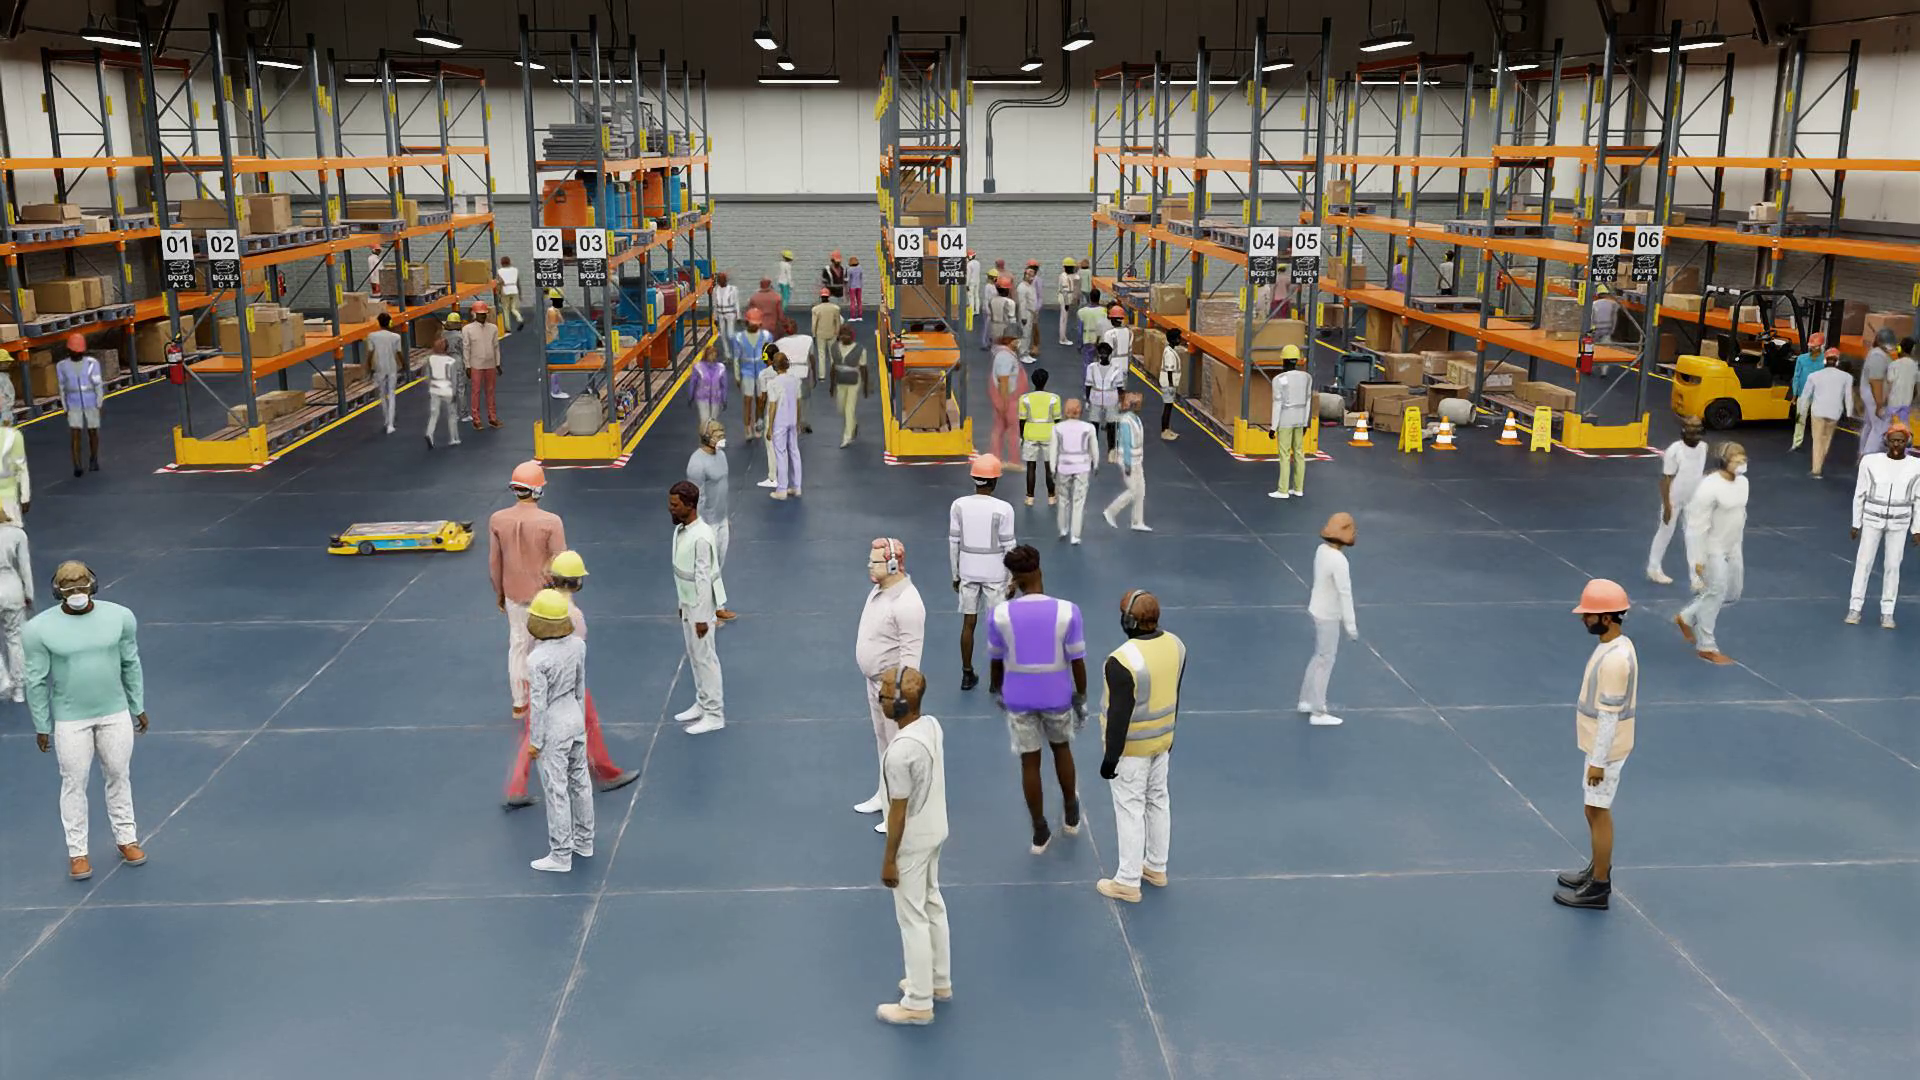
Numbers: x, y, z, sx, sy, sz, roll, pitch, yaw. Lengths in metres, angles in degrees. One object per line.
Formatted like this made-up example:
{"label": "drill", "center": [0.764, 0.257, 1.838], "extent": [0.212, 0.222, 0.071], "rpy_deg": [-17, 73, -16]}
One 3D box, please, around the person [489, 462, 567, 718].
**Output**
{"label": "person", "center": [-3.261, 0.390, 12.711], "extent": [0.623, 1.991, 0.391], "rpy_deg": [2, 14, 10]}

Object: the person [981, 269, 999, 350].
{"label": "person", "center": [0.663, -4.980, 35.987], "extent": [0.361, 1.756, 0.542], "rpy_deg": [5, 14, 20]}

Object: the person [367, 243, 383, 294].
{"label": "person", "center": [-14.682, -6.506, 41.926], "extent": [0.378, 1.995, 0.609], "rpy_deg": [1, 13, 2]}

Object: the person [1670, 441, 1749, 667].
{"label": "person", "center": [6.381, 0.093, 14.120], "extent": [0.645, 1.924, 0.538], "rpy_deg": [-9, 16, -34]}

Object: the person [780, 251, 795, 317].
{"label": "person", "center": [-4.461, -6.594, 42.867], "extent": [0.438, 1.722, 0.567], "rpy_deg": [-6, 14, -23]}

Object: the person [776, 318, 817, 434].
{"label": "person", "center": [-2.472, -2.463, 25.185], "extent": [0.613, 1.813, 0.462], "rpy_deg": [-2, 13, -9]}

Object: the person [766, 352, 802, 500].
{"label": "person", "center": [-2.190, -1.420, 20.705], "extent": [0.508, 1.842, 0.332], "rpy_deg": [-13, 18, -43]}

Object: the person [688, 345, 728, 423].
{"label": "person", "center": [-3.599, -2.000, 23.707], "extent": [0.552, 1.593, 0.781], "rpy_deg": [-6, 14, -22]}

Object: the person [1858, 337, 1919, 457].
{"label": "person", "center": [12.617, -1.826, 22.466], "extent": [0.516, 1.823, 0.921], "rpy_deg": [0, 13, 2]}

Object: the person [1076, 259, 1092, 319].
{"label": "person", "center": [3.131, -6.177, 41.350], "extent": [0.522, 1.598, 0.774], "rpy_deg": [8, 15, 30]}

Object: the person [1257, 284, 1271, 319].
{"label": "person", "center": [6.974, -5.590, 38.303], "extent": [0.359, 1.880, 0.575], "rpy_deg": [-3, 14, -11]}

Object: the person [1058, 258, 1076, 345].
{"label": "person", "center": [2.376, -5.315, 37.023], "extent": [0.380, 1.928, 0.586], "rpy_deg": [1, 13, 5]}

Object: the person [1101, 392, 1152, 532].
{"label": "person", "center": [1.940, -0.888, 18.924], "extent": [0.462, 1.608, 0.536], "rpy_deg": [6, 14, 23]}

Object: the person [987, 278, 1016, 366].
{"label": "person", "center": [0.773, -3.677, 29.849], "extent": [0.616, 2.042, 0.401], "rpy_deg": [11, 17, 38]}

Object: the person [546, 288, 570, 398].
{"label": "person", "center": [-7.051, -3.449, 29.121], "extent": [0.386, 1.928, 0.589], "rpy_deg": [-3, 14, -13]}

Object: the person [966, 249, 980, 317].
{"label": "person", "center": [0.306, -6.646, 43.061], "extent": [0.349, 1.743, 0.563], "rpy_deg": [8, 16, 31]}

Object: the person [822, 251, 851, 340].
{"label": "person", "center": [-2.783, -5.581, 37.969], "extent": [0.607, 2.013, 0.809], "rpy_deg": [-8, 16, -31]}

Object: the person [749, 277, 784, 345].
{"label": "person", "center": [-3.711, -4.121, 32.050], "extent": [0.673, 1.881, 0.785], "rpy_deg": [-1, 13, -2]}

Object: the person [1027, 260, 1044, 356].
{"label": "person", "center": [1.537, -4.898, 35.141], "extent": [0.435, 1.988, 0.833], "rpy_deg": [5, 14, 22]}

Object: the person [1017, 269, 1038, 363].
{"label": "person", "center": [1.387, -4.569, 33.923], "extent": [0.409, 1.903, 0.638], "rpy_deg": [4, 14, 16]}

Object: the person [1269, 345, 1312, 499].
{"label": "person", "center": [4.098, -1.468, 20.729], "extent": [0.588, 1.928, 0.383], "rpy_deg": [-7, 15, -27]}

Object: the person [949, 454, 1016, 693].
{"label": "person", "center": [0.197, 0.265, 13.366], "extent": [0.551, 1.934, 0.373], "rpy_deg": [5, 14, 21]}

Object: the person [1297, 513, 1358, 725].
{"label": "person", "center": [2.796, 0.599, 12.618], "extent": [0.327, 1.624, 0.596], "rpy_deg": [-2, 13, -6]}

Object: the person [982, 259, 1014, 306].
{"label": "person", "center": [0.853, -5.386, 37.486], "extent": [0.663, 1.857, 1.011], "rpy_deg": [-4, 14, -17]}

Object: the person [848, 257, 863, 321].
{"label": "person", "center": [-2.662, -6.339, 42.018], "extent": [0.493, 1.625, 0.280], "rpy_deg": [-11, 17, -38]}

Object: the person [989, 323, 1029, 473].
{"label": "person", "center": [0.705, -1.933, 22.455], "extent": [0.678, 2.000, 0.703], "rpy_deg": [-1, 13, -4]}

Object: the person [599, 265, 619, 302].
{"label": "person", "center": [-8.154, -5.624, 38.858], "extent": [0.591, 1.678, 0.926], "rpy_deg": [2, 13, 9]}

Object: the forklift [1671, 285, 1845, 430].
{"label": "forklift", "center": [12.503, -2.886, 26.166], "extent": [2.313, 2.155, 1.214], "rpy_deg": [-1, 13, -3]}

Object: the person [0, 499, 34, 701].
{"label": "person", "center": [-7.564, 0.434, 13.075], "extent": [0.501, 1.731, 0.347], "rpy_deg": [-12, 18, -41]}

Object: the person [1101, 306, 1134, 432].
{"label": "person", "center": [2.408, -2.644, 25.691], "extent": [0.545, 1.938, 0.362], "rpy_deg": [-10, 17, -37]}

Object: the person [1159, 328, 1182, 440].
{"label": "person", "center": [3.150, -2.334, 24.915], "extent": [0.324, 1.685, 0.540], "rpy_deg": [2, 13, 9]}

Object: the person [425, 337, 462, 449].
{"label": "person", "center": [-7.575, -2.141, 24.240], "extent": [0.513, 1.618, 0.723], "rpy_deg": [2, 13, 7]}

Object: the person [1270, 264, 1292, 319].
{"label": "person", "center": [7.378, -5.541, 38.368], "extent": [0.551, 1.743, 0.433], "rpy_deg": [-2, 13, -8]}

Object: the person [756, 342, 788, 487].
{"label": "person", "center": [-2.429, -1.613, 21.469], "extent": [0.329, 1.872, 0.510], "rpy_deg": [9, 16, 34]}

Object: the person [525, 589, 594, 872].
{"label": "person", "center": [-2.444, 1.142, 10.066], "extent": [0.287, 1.746, 0.487], "rpy_deg": [6, 15, 24]}
